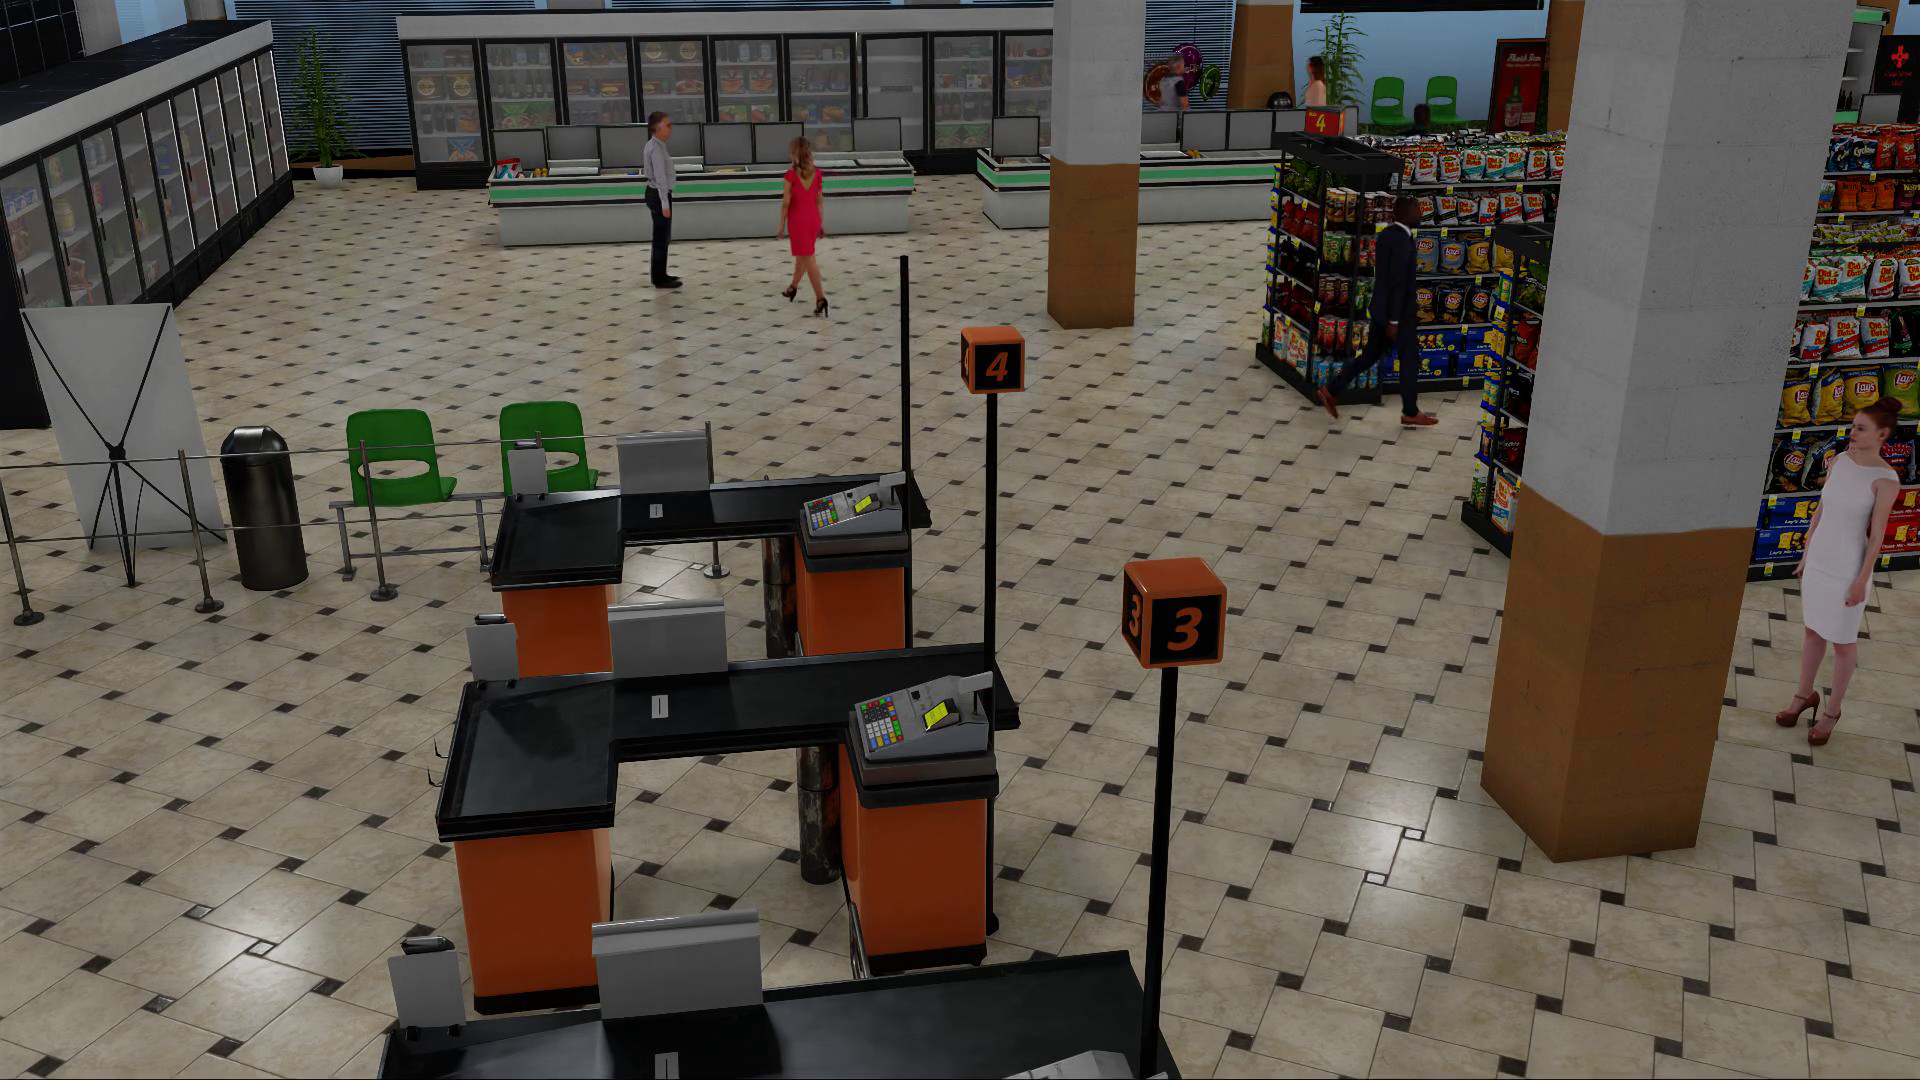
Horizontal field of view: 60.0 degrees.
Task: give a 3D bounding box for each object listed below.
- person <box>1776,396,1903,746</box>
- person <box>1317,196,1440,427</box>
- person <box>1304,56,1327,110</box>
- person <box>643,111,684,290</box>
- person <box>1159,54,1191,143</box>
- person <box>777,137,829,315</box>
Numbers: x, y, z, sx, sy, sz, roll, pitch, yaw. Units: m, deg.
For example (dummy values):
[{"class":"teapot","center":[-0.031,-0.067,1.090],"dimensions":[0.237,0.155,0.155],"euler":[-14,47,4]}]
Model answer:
[{"class":"person","center":[4.319,0.157,8.139],"dimensions":[0.499,1.793,0.590],"euler":[-6,23,-15]},{"class":"person","center":[3.256,-1.743,12.864],"dimensions":[1.228,1.795,0.840],"euler":[0,22,0]},{"class":"person","center":[4.887,-5.668,22.648],"dimensions":[0.734,1.783,0.647],"euler":[-1,22,-3]},{"class":"person","center":[-3.127,-3.549,17.331],"dimensions":[0.574,1.816,0.664],"euler":[-6,23,-14]},{"class":"person","center":[2.750,-5.595,22.487],"dimensions":[1.249,1.768,0.835],"euler":[-7,23,-16]},{"class":"person","center":[-1.472,-3.024,16.200],"dimensions":[1.042,1.685,0.972],"euler":[-18,28,-38]}]
